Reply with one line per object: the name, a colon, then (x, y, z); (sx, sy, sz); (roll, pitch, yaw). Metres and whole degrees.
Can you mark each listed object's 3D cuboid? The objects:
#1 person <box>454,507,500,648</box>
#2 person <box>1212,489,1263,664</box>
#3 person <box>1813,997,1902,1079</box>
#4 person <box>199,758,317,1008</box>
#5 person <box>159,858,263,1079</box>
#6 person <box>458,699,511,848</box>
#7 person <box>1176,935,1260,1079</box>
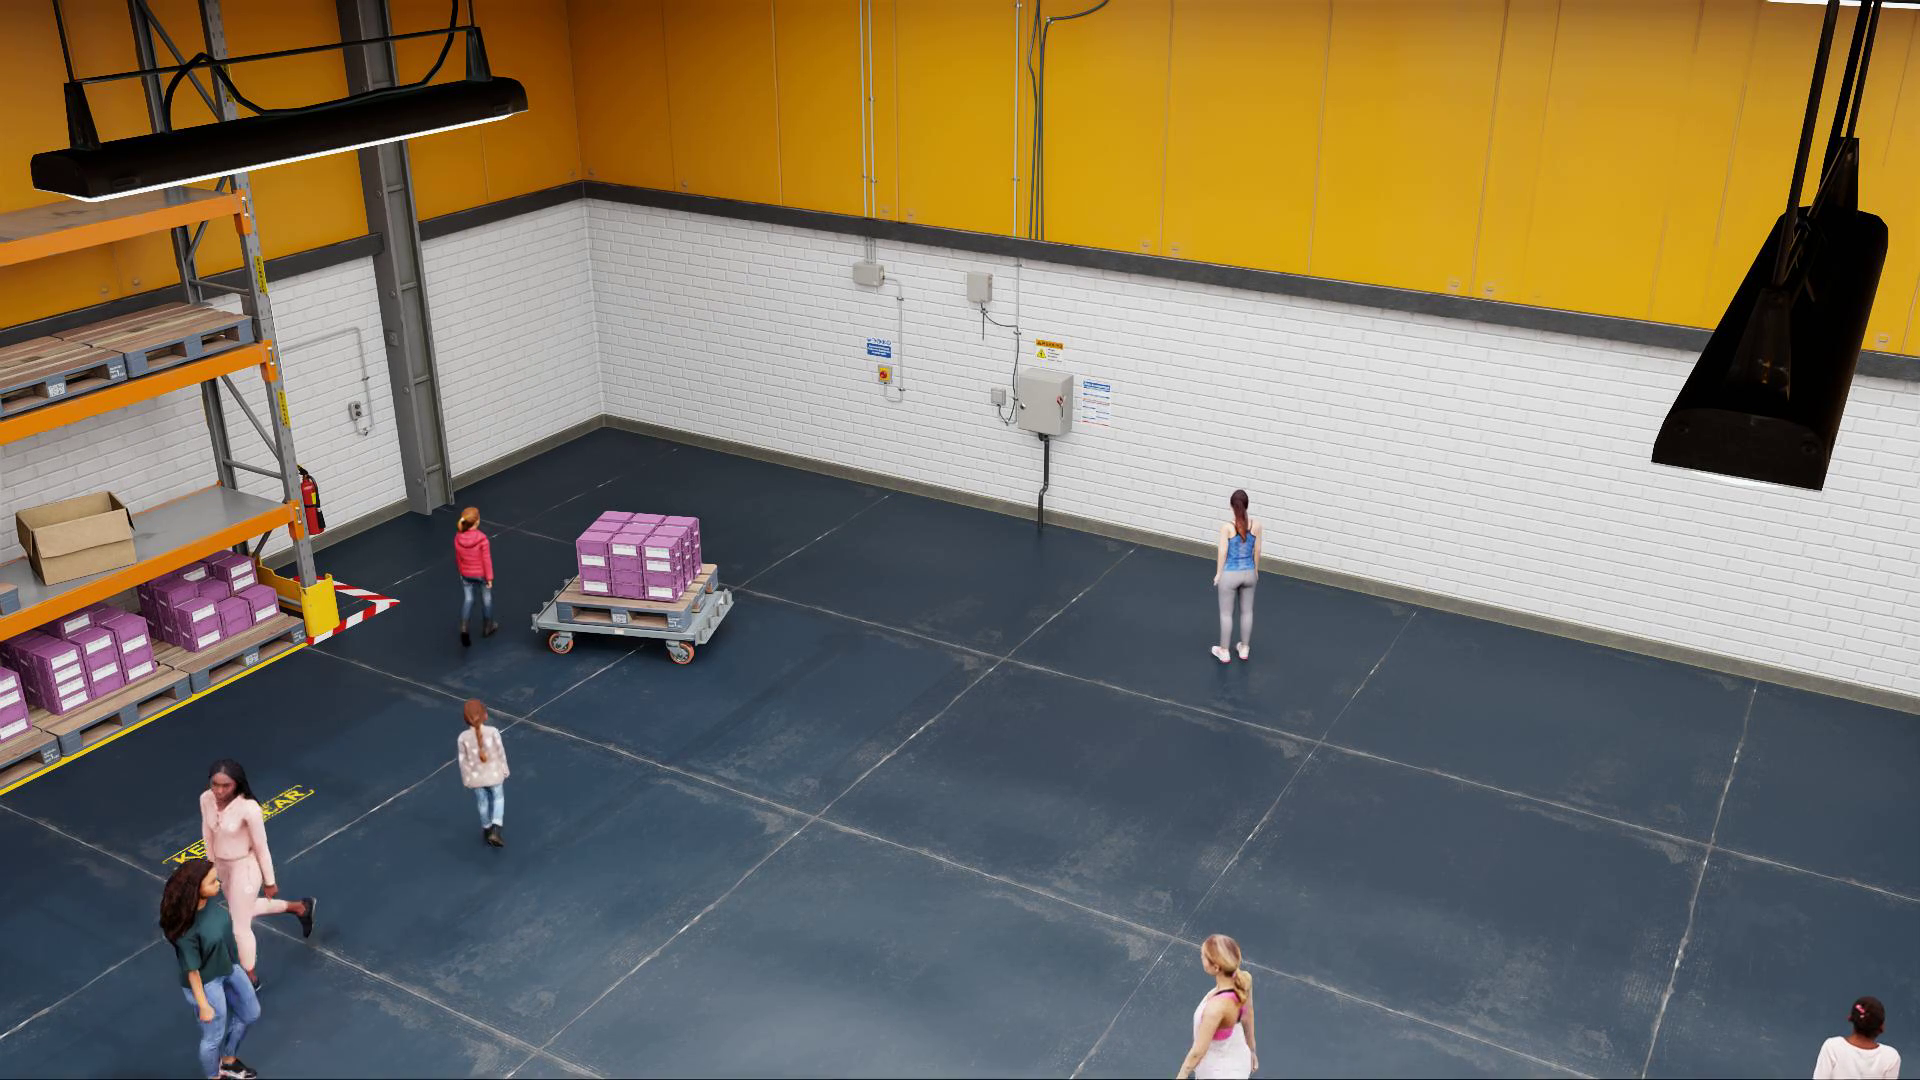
person: (-4.424, 0.347, 15.065); (0.692, 1.299, 0.880); (4, 24, 8)
person: (2.462, 0.316, 14.748); (0.658, 1.609, 0.712); (-5, 24, -11)
person: (4.690, 3.012, 8.777); (0.584, 1.453, 0.550); (8, 25, 17)
person: (-4.499, 2.092, 10.584); (0.644, 1.690, 1.041); (12, 26, 25)
person: (-4.427, 2.548, 9.647); (0.782, 1.605, 0.702); (1, 24, 2)
person: (-3.447, 1.719, 12.068); (0.685, 1.185, 0.747); (-6, 24, -13)
person: (1.472, 2.873, 8.724); (0.722, 1.750, 1.011); (15, 28, 31)
